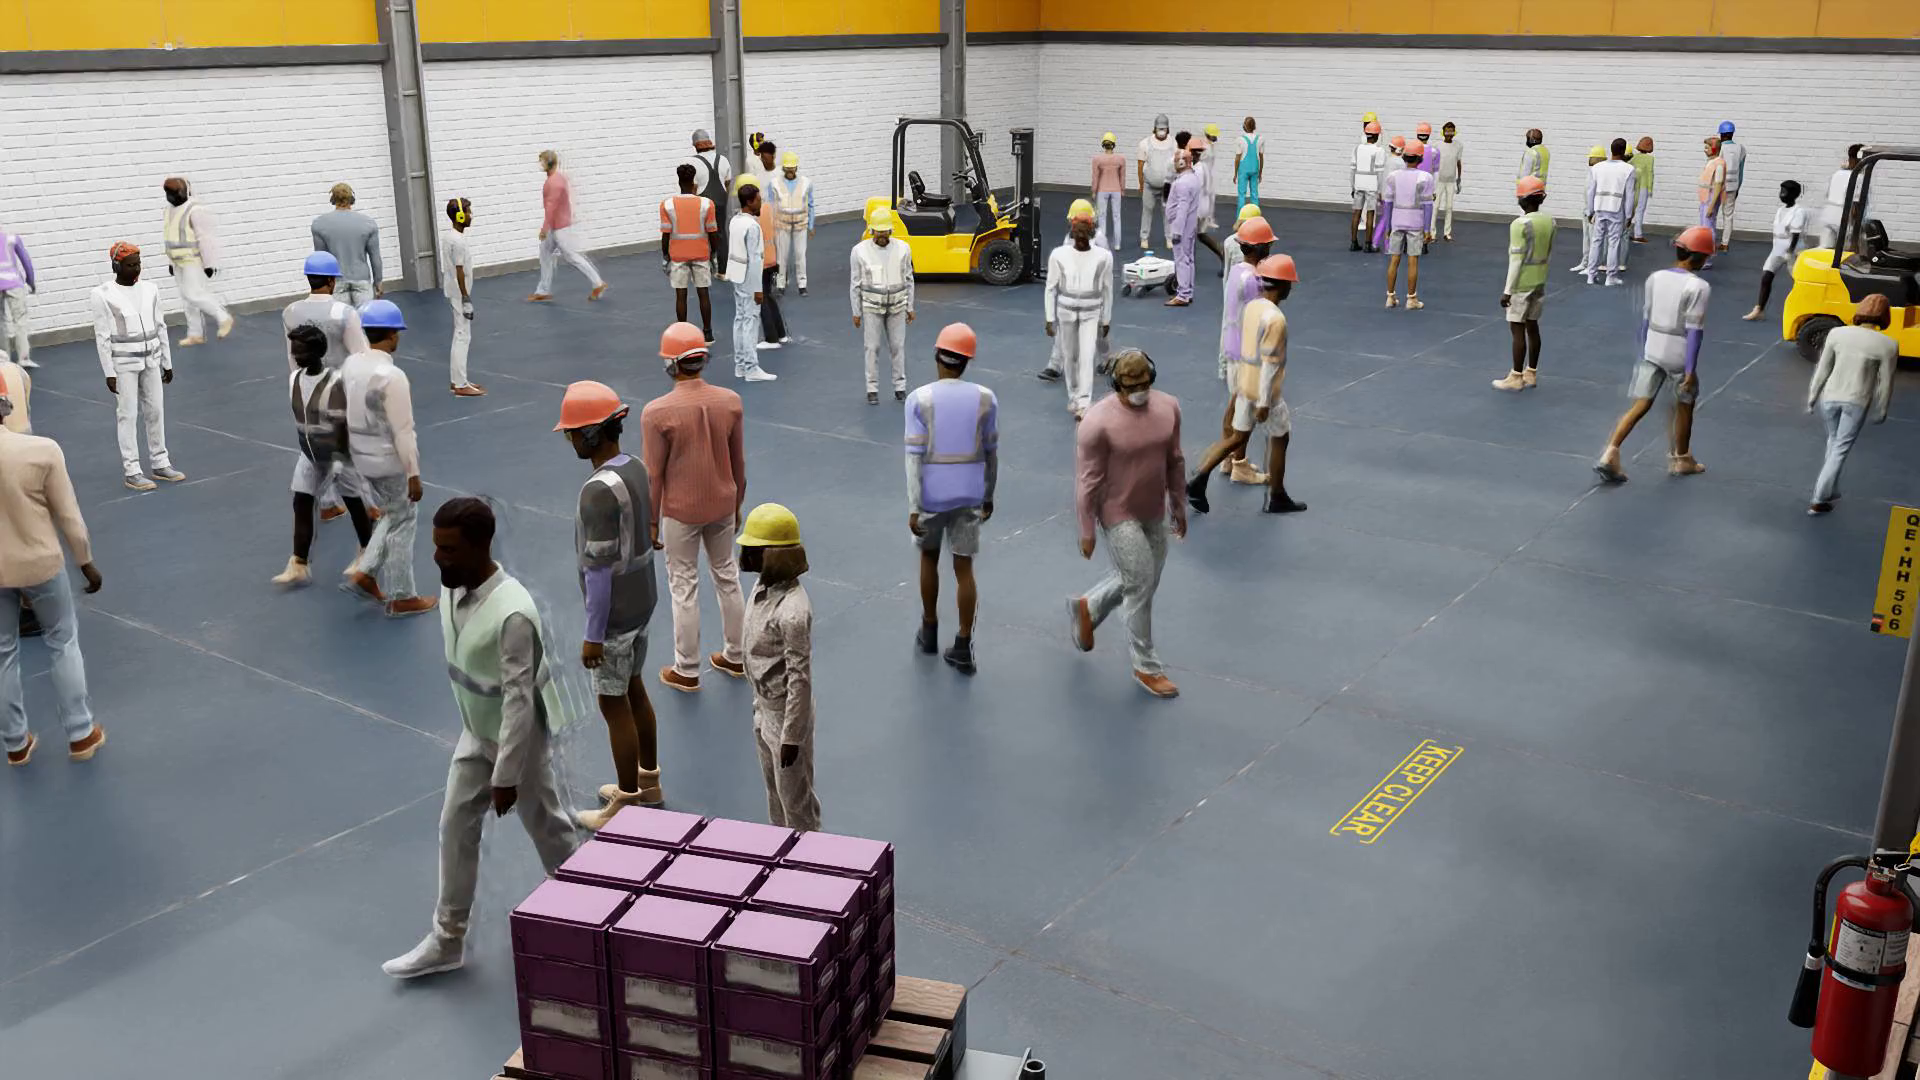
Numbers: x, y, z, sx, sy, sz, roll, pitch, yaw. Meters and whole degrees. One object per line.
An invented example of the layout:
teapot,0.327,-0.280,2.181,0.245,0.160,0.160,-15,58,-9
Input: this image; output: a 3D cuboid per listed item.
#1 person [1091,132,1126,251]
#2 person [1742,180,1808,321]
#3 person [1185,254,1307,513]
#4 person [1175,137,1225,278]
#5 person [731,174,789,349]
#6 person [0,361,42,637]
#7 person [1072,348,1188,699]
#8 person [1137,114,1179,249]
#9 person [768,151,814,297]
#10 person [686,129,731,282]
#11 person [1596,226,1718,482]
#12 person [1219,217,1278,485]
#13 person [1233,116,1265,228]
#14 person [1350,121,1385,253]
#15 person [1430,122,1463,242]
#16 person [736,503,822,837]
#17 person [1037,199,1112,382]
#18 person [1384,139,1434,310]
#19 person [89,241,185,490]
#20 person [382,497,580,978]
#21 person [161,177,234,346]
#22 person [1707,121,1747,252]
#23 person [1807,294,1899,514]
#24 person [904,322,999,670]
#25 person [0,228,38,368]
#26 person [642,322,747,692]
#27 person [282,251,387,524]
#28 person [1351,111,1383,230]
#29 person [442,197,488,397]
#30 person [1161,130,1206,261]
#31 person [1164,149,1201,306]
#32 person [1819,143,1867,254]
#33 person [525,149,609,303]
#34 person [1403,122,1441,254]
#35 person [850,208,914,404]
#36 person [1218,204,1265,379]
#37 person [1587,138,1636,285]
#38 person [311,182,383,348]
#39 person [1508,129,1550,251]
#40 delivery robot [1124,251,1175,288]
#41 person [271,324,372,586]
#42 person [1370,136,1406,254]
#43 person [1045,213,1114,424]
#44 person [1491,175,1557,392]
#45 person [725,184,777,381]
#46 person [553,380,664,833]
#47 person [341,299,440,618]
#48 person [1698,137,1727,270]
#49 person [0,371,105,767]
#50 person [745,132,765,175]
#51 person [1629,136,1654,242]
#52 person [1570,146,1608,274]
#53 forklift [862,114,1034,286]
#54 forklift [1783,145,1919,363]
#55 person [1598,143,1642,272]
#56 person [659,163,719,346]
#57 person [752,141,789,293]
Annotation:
person,2.237,-5.247,25.120,0.525,1.765,0.329,-2,18,-6
person,9.722,-3.381,19.455,0.880,1.655,0.527,-4,18,-13
person,2.074,-1.092,11.915,0.888,1.904,0.552,-5,18,-15
person,3.294,-4.483,22.530,0.917,1.896,0.582,3,18,10
person,-2.170,-2.969,17.797,0.430,1.885,0.645,7,19,22
person,-5.549,-0.378,9.621,0.374,1.929,0.542,0,18,-1
person,0.876,-0.135,8.919,0.674,1.892,0.800,-12,21,-34
person,3.043,-5.460,25.333,0.684,2.000,0.536,0,18,1
person,-2.143,-4.002,21.117,0.600,1.827,0.404,-3,18,-9
person,-3.412,-4.470,22.237,0.672,2.000,0.536,-15,23,-39
person,5.417,-1.412,12.797,1.062,1.993,0.628,-9,20,-25
person,2.222,-1.445,12.765,0.361,2.047,0.614,-2,18,-7
person,4.771,-6.072,27.567,0.508,1.845,0.345,-3,18,-9
person,6.139,-5.305,25.017,0.375,1.935,0.551,-16,24,-41
person,7.627,-5.619,26.127,0.504,1.865,0.335,0,18,0
person,-0.722,0.694,6.565,0.284,1.746,0.488,-7,19,-22
person,1.193,-2.444,16.338,0.948,1.783,0.587,-16,23,-40
person,5.447,-3.823,20.204,0.608,2.048,0.370,13,22,36
person,-6.272,-1.330,12.686,0.360,1.879,0.582,9,20,26
person,-1.786,0.759,6.144,0.910,1.873,0.615,-16,24,-41
person,-8.349,-3.026,18.063,0.638,1.826,0.499,13,22,35
person,11.450,-5.300,25.004,0.605,1.939,0.417,-2,18,-7
person,6.467,-0.989,12.046,0.687,1.594,0.521,-13,22,-35
person,-0.045,-0.249,9.271,0.559,1.884,0.773,-4,18,-12
person,-9.777,-2.568,17.029,0.547,1.597,0.780,-8,19,-24
person,-1.418,-0.176,8.908,0.610,1.986,0.407,-15,23,-39
person,-4.406,-1.054,11.711,0.602,1.943,0.393,4,18,12
person,6.747,-6.114,27.564,0.379,1.925,0.594,14,23,37
person,-4.713,-2.290,15.724,0.336,1.861,0.514,-7,19,-22
person,3.173,-4.762,23.354,0.597,1.930,0.869,-5,19,-17
person,2.727,-3.843,20.497,0.404,1.904,0.652,7,19,20
person,11.157,-4.004,20.952,0.720,1.931,0.671,-5,18,-16
person,-4.937,-3.908,20.735,0.994,1.901,0.625,-7,19,-20
person,6.854,-5.242,24.820,0.544,1.939,0.354,3,18,8
person,-0.713,-2.155,15.366,0.601,1.817,0.403,-5,18,-15
person,2.786,-2.419,16.321,0.339,1.733,0.480,-17,24,-42
person,8.615,-4.347,22.052,0.600,1.917,0.376,16,24,41
person,-6.012,-2.547,16.415,0.625,1.933,0.368,-6,19,-19
person,8.565,-5.237,24.981,0.429,1.835,0.635,17,24,42
delivery robot,2.427,-3.449,21.296,0.707,0.478,0.477,-16,24,-40
person,-4.058,-0.507,10.452,0.539,1.667,0.784,8,19,22
person,6.411,-5.142,24.831,0.478,1.738,0.585,-5,18,-14
person,1.055,-1.971,14.769,0.582,1.826,1.024,3,18,8
person,5.382,-2.443,15.898,0.609,2.040,0.395,-13,22,-36
person,-2.093,-2.531,16.370,0.397,1.919,0.590,-9,20,-25
person,-1.546,0.299,7.354,0.408,2.028,0.613,2,18,5
person,-3.395,-0.465,9.898,0.439,1.921,0.641,-16,24,-41
person,10.509,-4.704,23.301,0.388,1.837,0.564,3,18,10
person,-4.492,0.131,7.946,0.668,1.988,0.410,-5,18,-15
person,-2.856,-4.852,23.702,0.321,1.876,0.532,5,18,14
person,10.691,-5.506,26.136,0.279,1.634,0.498,-7,19,-20
person,8.725,-4.553,22.979,0.295,1.743,0.493,-1,18,-2
forklift,-0.171,-4.594,22.377,2.313,2.155,1.214,1,18,3
forklift,9.803,-2.879,17.013,2.313,2.155,1.214,12,21,33
person,9.170,-4.621,23.150,0.526,1.772,0.303,0,18,-1
person,-2.924,-3.072,17.986,0.617,1.964,0.361,-4,18,-12
person,-2.460,-4.193,21.579,0.615,1.921,0.916,9,20,27
